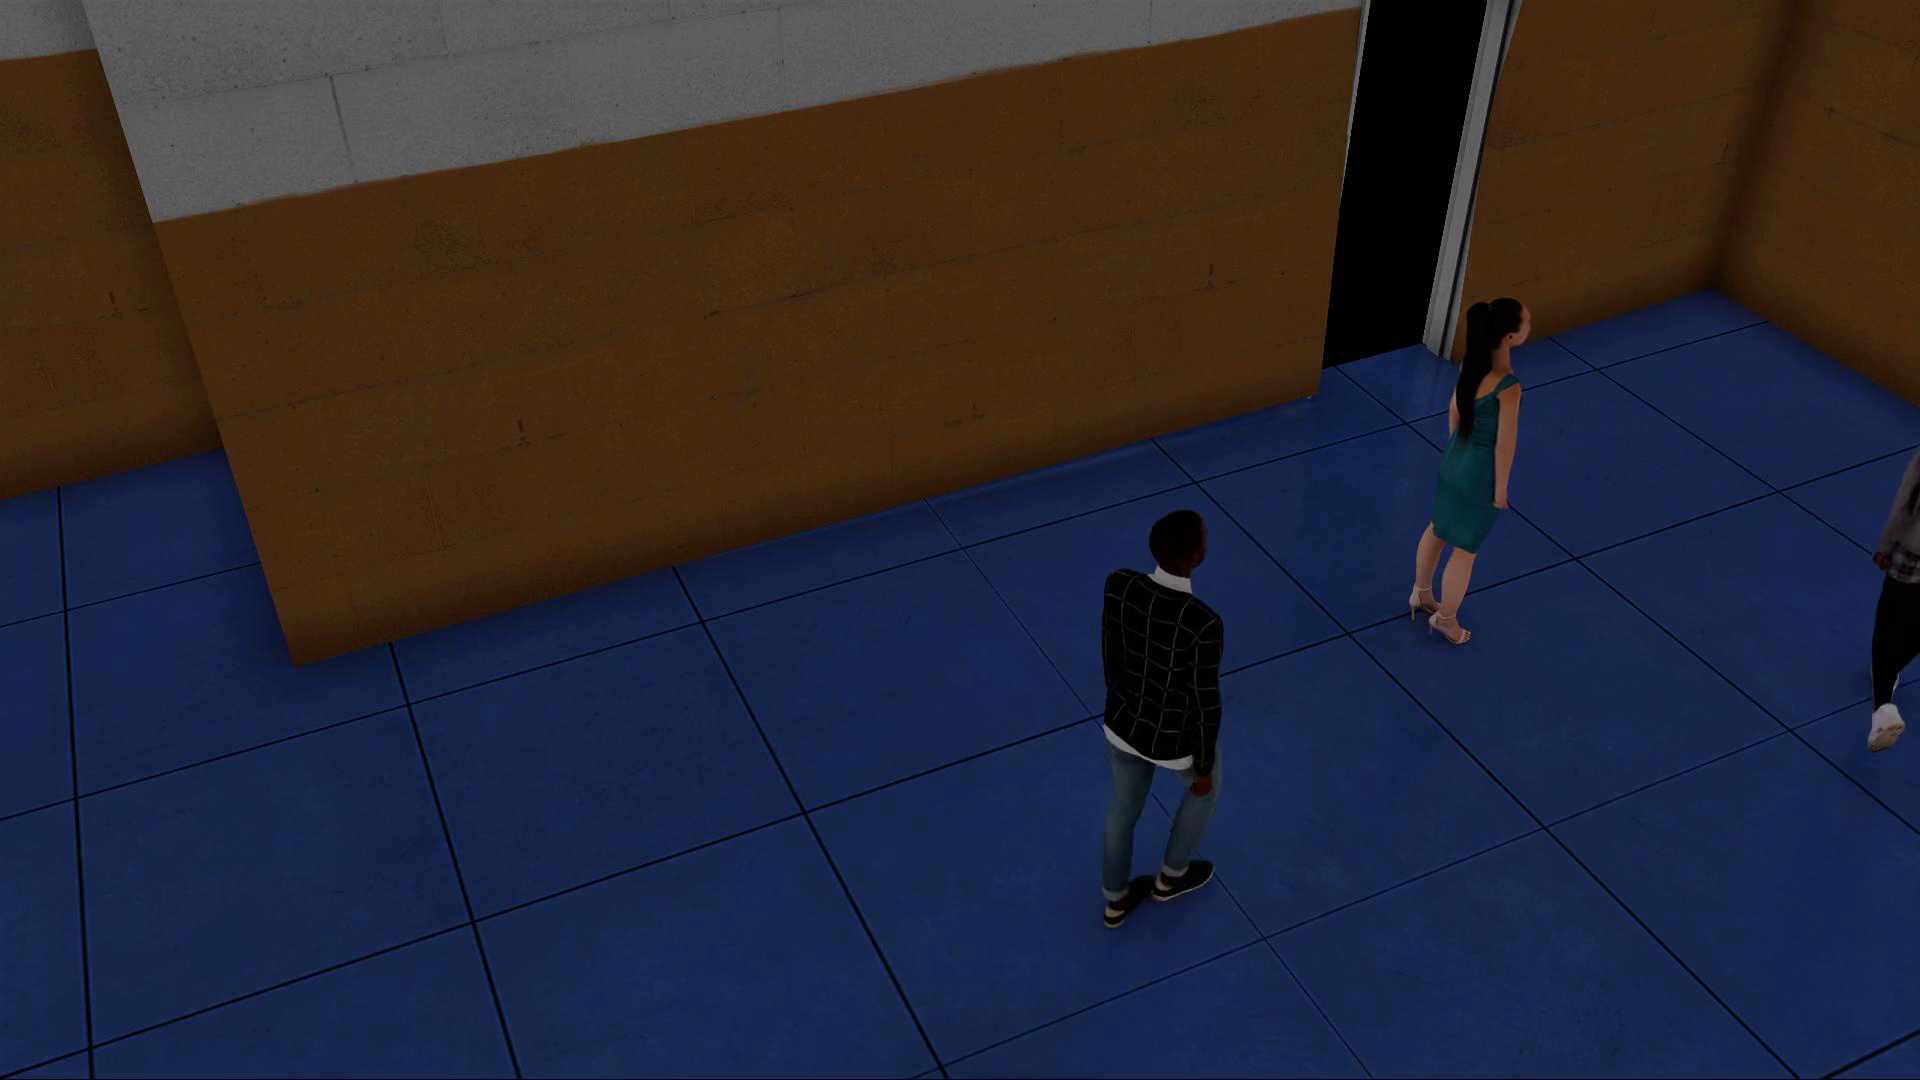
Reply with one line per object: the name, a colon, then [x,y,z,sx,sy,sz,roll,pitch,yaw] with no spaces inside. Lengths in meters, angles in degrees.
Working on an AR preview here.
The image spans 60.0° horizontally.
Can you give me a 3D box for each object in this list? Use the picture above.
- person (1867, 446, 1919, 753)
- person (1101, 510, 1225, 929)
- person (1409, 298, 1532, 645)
person: [3.919,0.088,6.624,1.064,1.750,1.106,14,39,18]
person: [0.624,0.702,5.756,0.809,1.809,0.896,27,45,31]
person: [2.207,-0.292,7.183,0.644,1.686,0.451,-11,38,-14]
